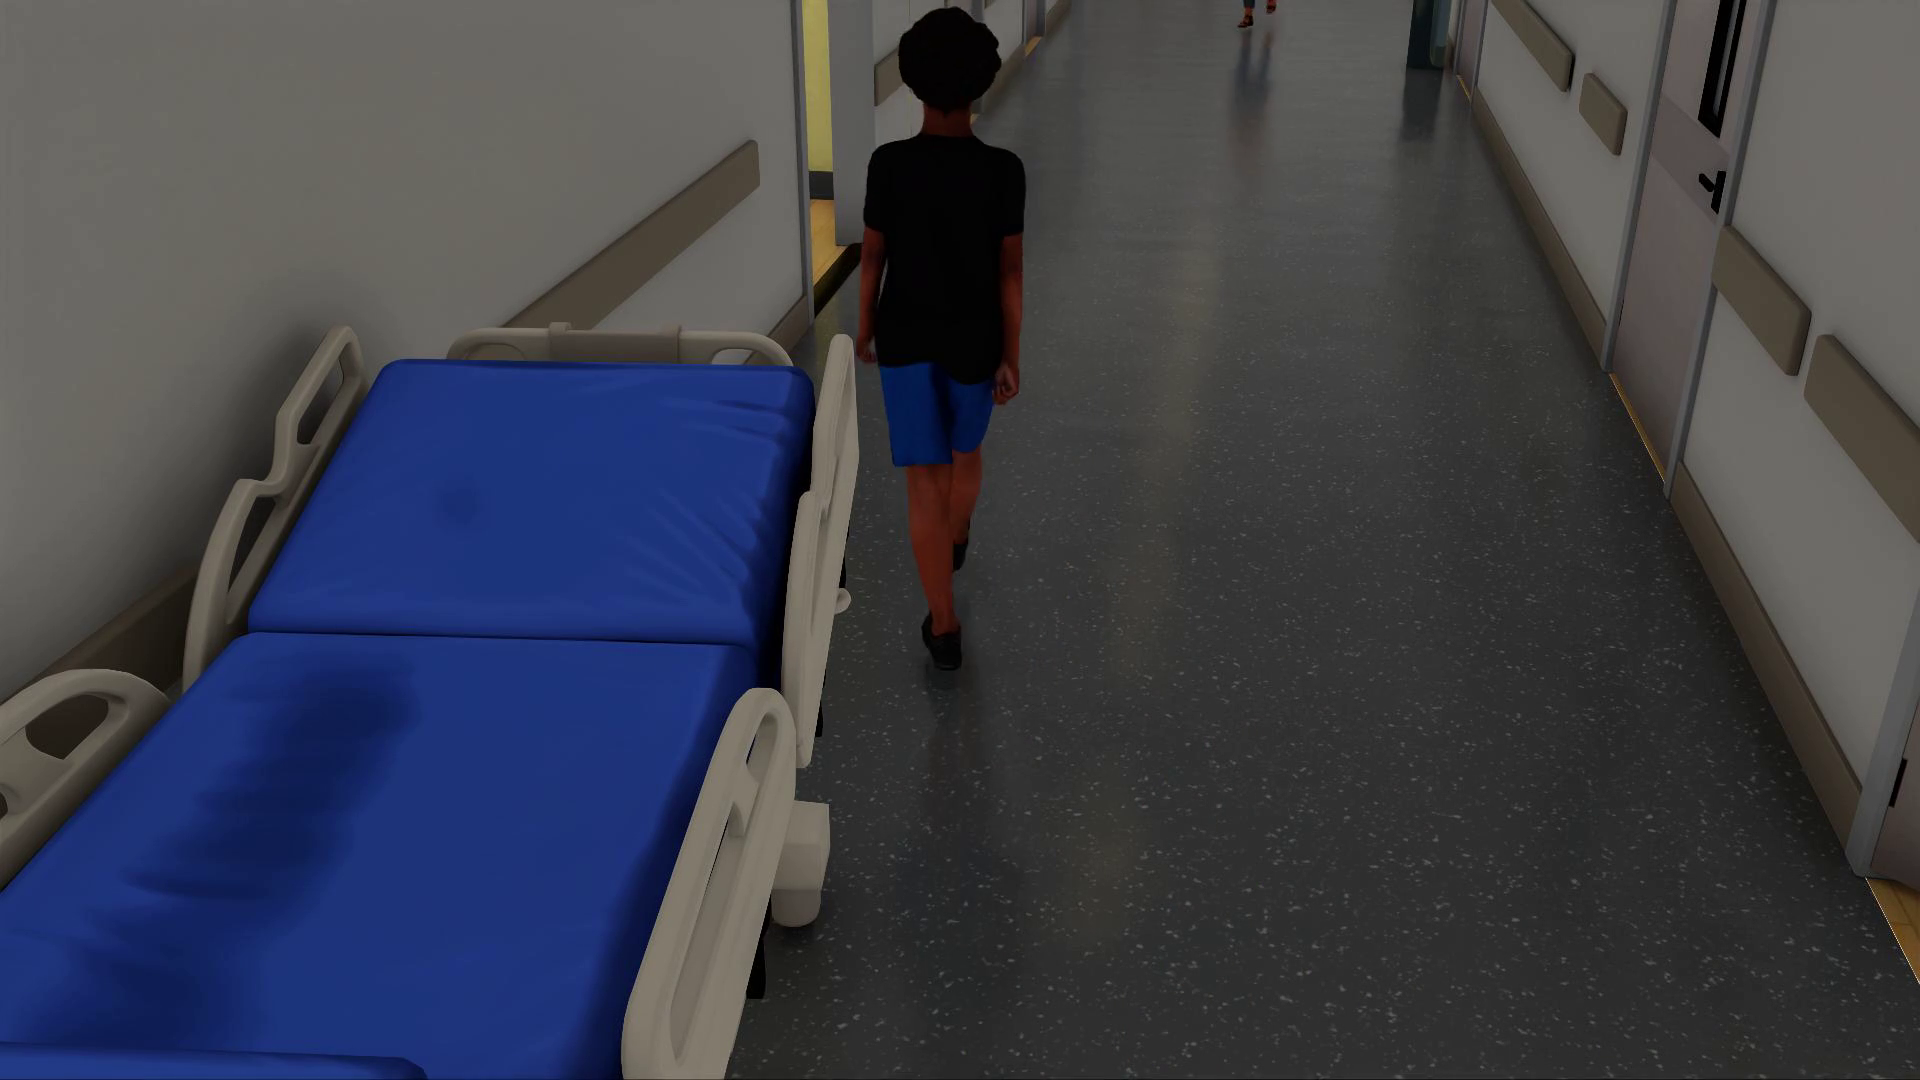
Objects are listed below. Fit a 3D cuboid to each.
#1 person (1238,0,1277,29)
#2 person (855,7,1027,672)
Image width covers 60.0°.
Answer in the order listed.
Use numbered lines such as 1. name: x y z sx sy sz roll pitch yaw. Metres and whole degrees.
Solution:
1. person: 2.773 -5.550 15.149 0.828 1.669 0.832 13 29 26
2. person: -0.051 -0.482 4.551 1.135 1.746 0.887 -2 26 -5
